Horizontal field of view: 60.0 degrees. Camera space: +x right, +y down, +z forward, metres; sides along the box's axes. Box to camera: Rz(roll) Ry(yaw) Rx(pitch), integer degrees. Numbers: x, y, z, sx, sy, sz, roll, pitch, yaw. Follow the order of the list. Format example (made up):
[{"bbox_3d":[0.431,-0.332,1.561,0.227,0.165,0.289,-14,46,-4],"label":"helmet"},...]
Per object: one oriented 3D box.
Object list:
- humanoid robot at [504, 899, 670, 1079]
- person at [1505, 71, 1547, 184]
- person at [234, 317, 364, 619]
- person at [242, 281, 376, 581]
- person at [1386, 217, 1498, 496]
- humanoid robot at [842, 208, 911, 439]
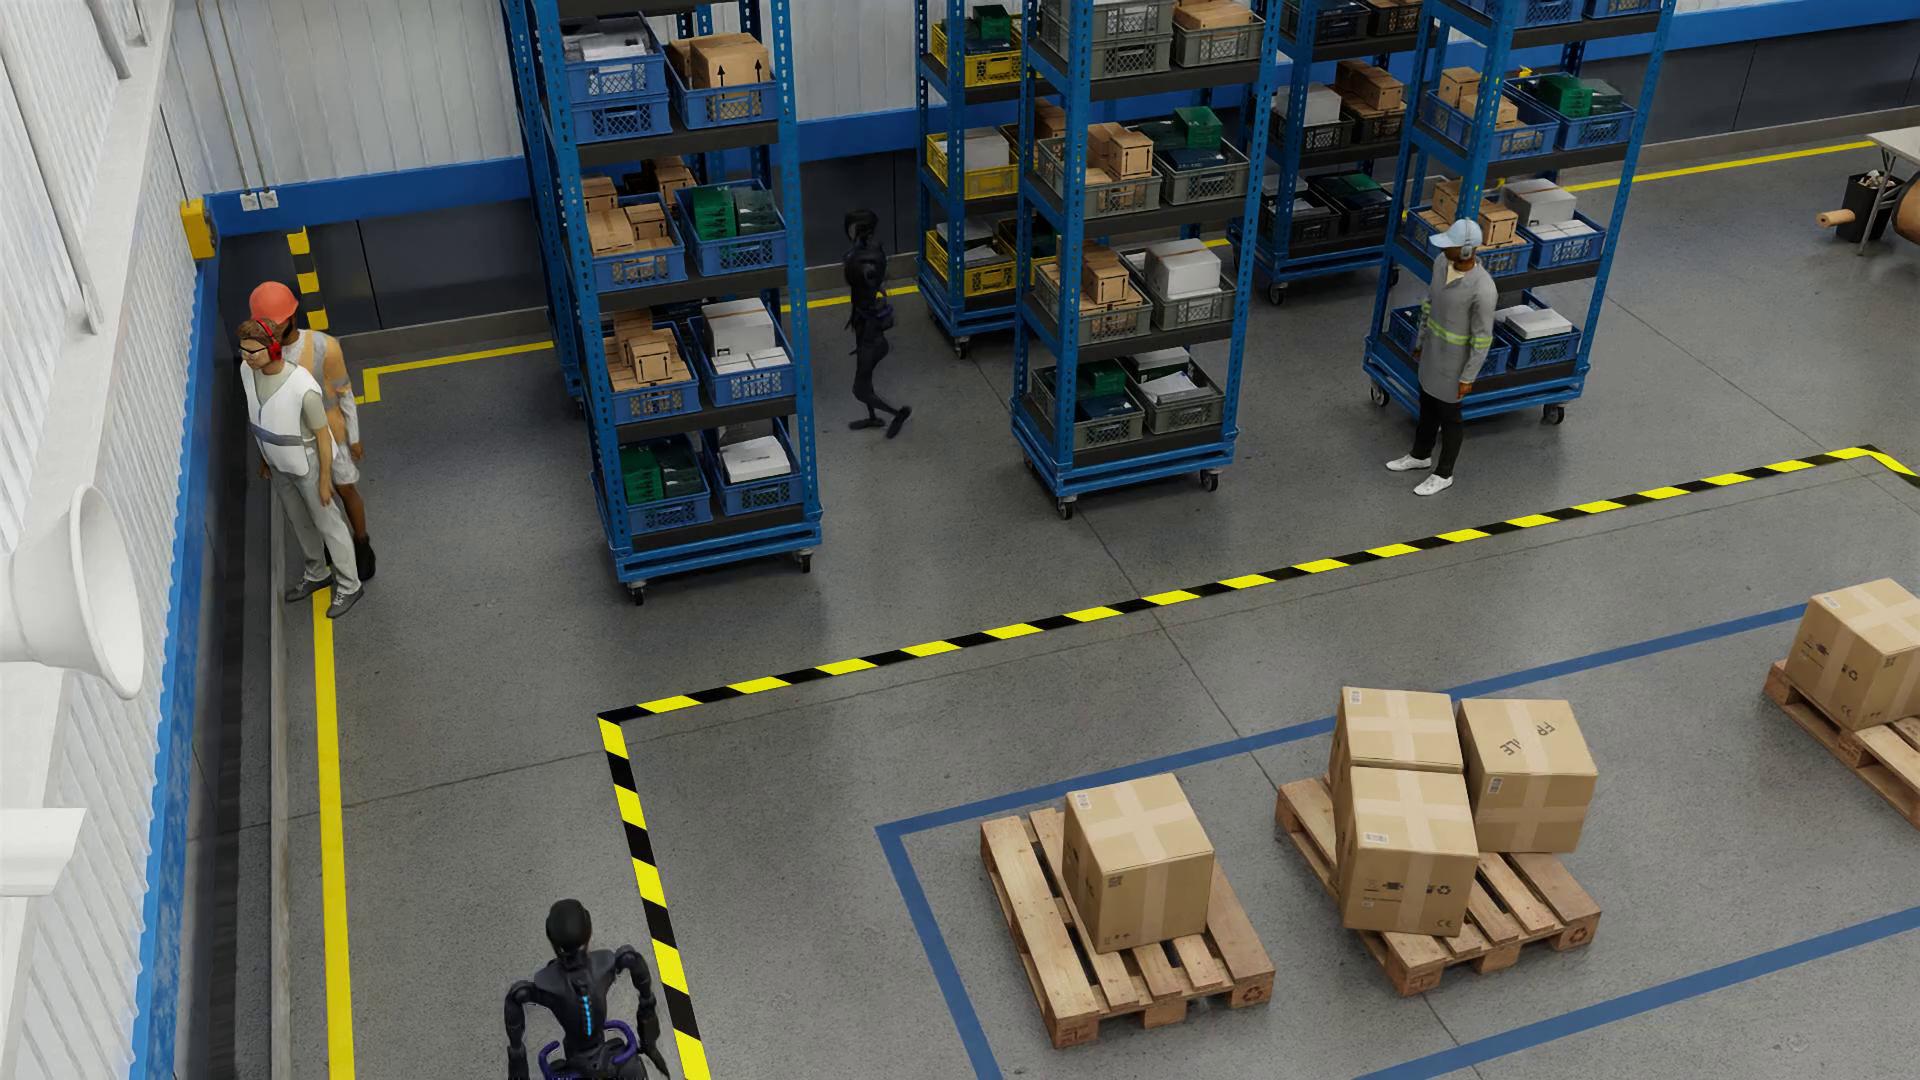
[{"bbox_3d":[-1.368,1.963,6.103,0.609,1.638,0.792,-18,39,-24],"label":"humanoid robot"},{"bbox_3d":[4.110,-2.541,12.275,0.329,1.866,0.530,4,35,6],"label":"person"},{"bbox_3d":[-3.684,-0.417,9.278,0.565,1.846,0.390,19,39,24],"label":"person"},{"bbox_3d":[-3.695,-0.592,9.448,0.550,1.934,0.371,-3,35,-4],"label":"person"},{"bbox_3d":[2.986,-1.132,10.288,0.388,1.849,0.596,-11,37,-16],"label":"person"},{"bbox_3d":[-0.555,-1.414,10.834,0.424,1.638,0.594,-8,36,-11],"label":"humanoid robot"}]
